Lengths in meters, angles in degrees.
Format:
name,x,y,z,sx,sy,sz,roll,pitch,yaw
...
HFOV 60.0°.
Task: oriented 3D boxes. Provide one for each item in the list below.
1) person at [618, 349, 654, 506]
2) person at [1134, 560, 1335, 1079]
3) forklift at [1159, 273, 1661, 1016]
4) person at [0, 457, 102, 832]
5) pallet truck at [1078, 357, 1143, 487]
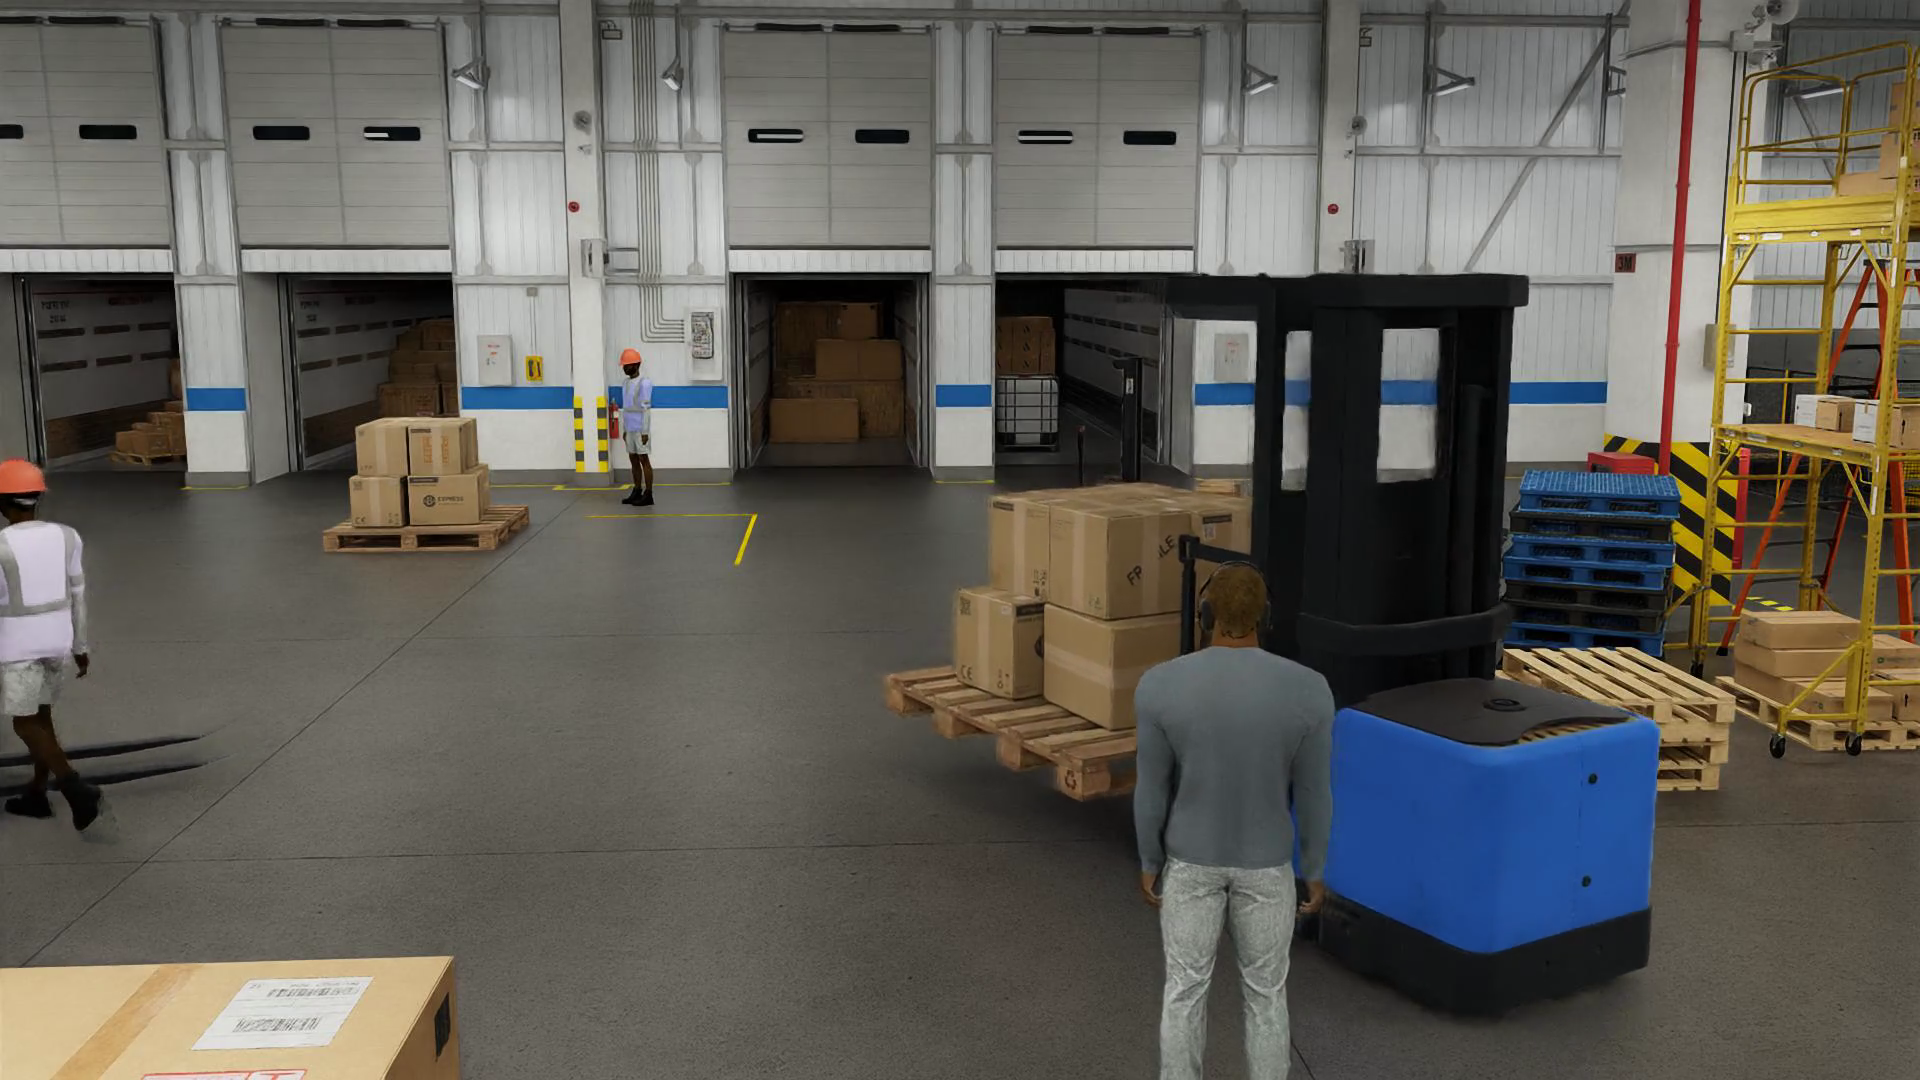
name,x,y,z,sx,sy,sz,roll,pitch,yaw
person,-3.984,-1.377,20.376,0.389,1.930,0.544,-8,12,-42
person,0.862,1.024,5.294,0.628,1.932,0.360,1,9,8
forklift,1.879,0.282,6.979,1.129,2.768,1.873,-5,10,-30
person,-4.656,0.536,8.425,0.831,1.915,0.548,5,10,29
pallet truck,2.088,-0.836,16.757,1.885,1.965,0.823,2,9,13
